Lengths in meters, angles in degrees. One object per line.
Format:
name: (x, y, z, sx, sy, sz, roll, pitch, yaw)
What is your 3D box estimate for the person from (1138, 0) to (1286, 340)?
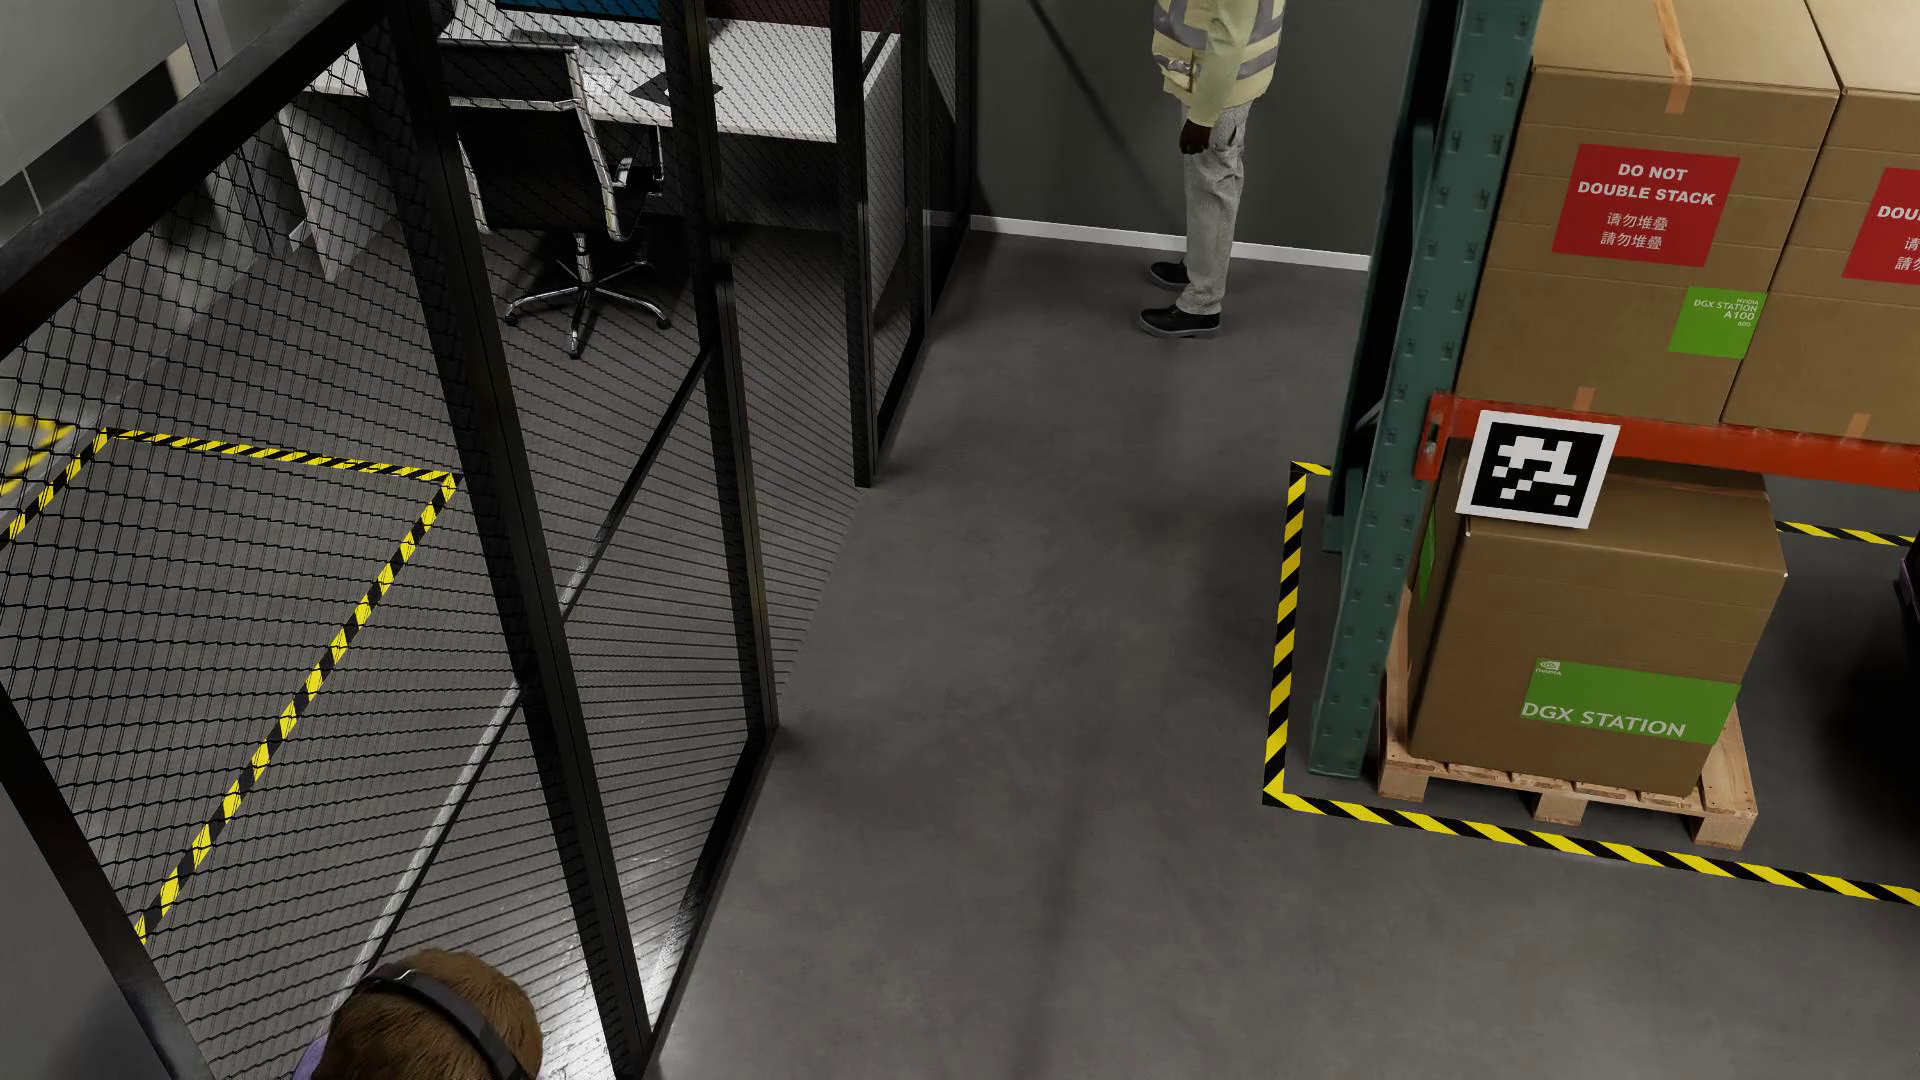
person: (0.805, -1.496, 5.305, 0.404, 1.828, 0.587, 9, 42, 10)

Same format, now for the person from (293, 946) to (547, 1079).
person: (-0.520, 1.154, 2.170, 0.629, 1.940, 0.373, 19, 44, 20)
